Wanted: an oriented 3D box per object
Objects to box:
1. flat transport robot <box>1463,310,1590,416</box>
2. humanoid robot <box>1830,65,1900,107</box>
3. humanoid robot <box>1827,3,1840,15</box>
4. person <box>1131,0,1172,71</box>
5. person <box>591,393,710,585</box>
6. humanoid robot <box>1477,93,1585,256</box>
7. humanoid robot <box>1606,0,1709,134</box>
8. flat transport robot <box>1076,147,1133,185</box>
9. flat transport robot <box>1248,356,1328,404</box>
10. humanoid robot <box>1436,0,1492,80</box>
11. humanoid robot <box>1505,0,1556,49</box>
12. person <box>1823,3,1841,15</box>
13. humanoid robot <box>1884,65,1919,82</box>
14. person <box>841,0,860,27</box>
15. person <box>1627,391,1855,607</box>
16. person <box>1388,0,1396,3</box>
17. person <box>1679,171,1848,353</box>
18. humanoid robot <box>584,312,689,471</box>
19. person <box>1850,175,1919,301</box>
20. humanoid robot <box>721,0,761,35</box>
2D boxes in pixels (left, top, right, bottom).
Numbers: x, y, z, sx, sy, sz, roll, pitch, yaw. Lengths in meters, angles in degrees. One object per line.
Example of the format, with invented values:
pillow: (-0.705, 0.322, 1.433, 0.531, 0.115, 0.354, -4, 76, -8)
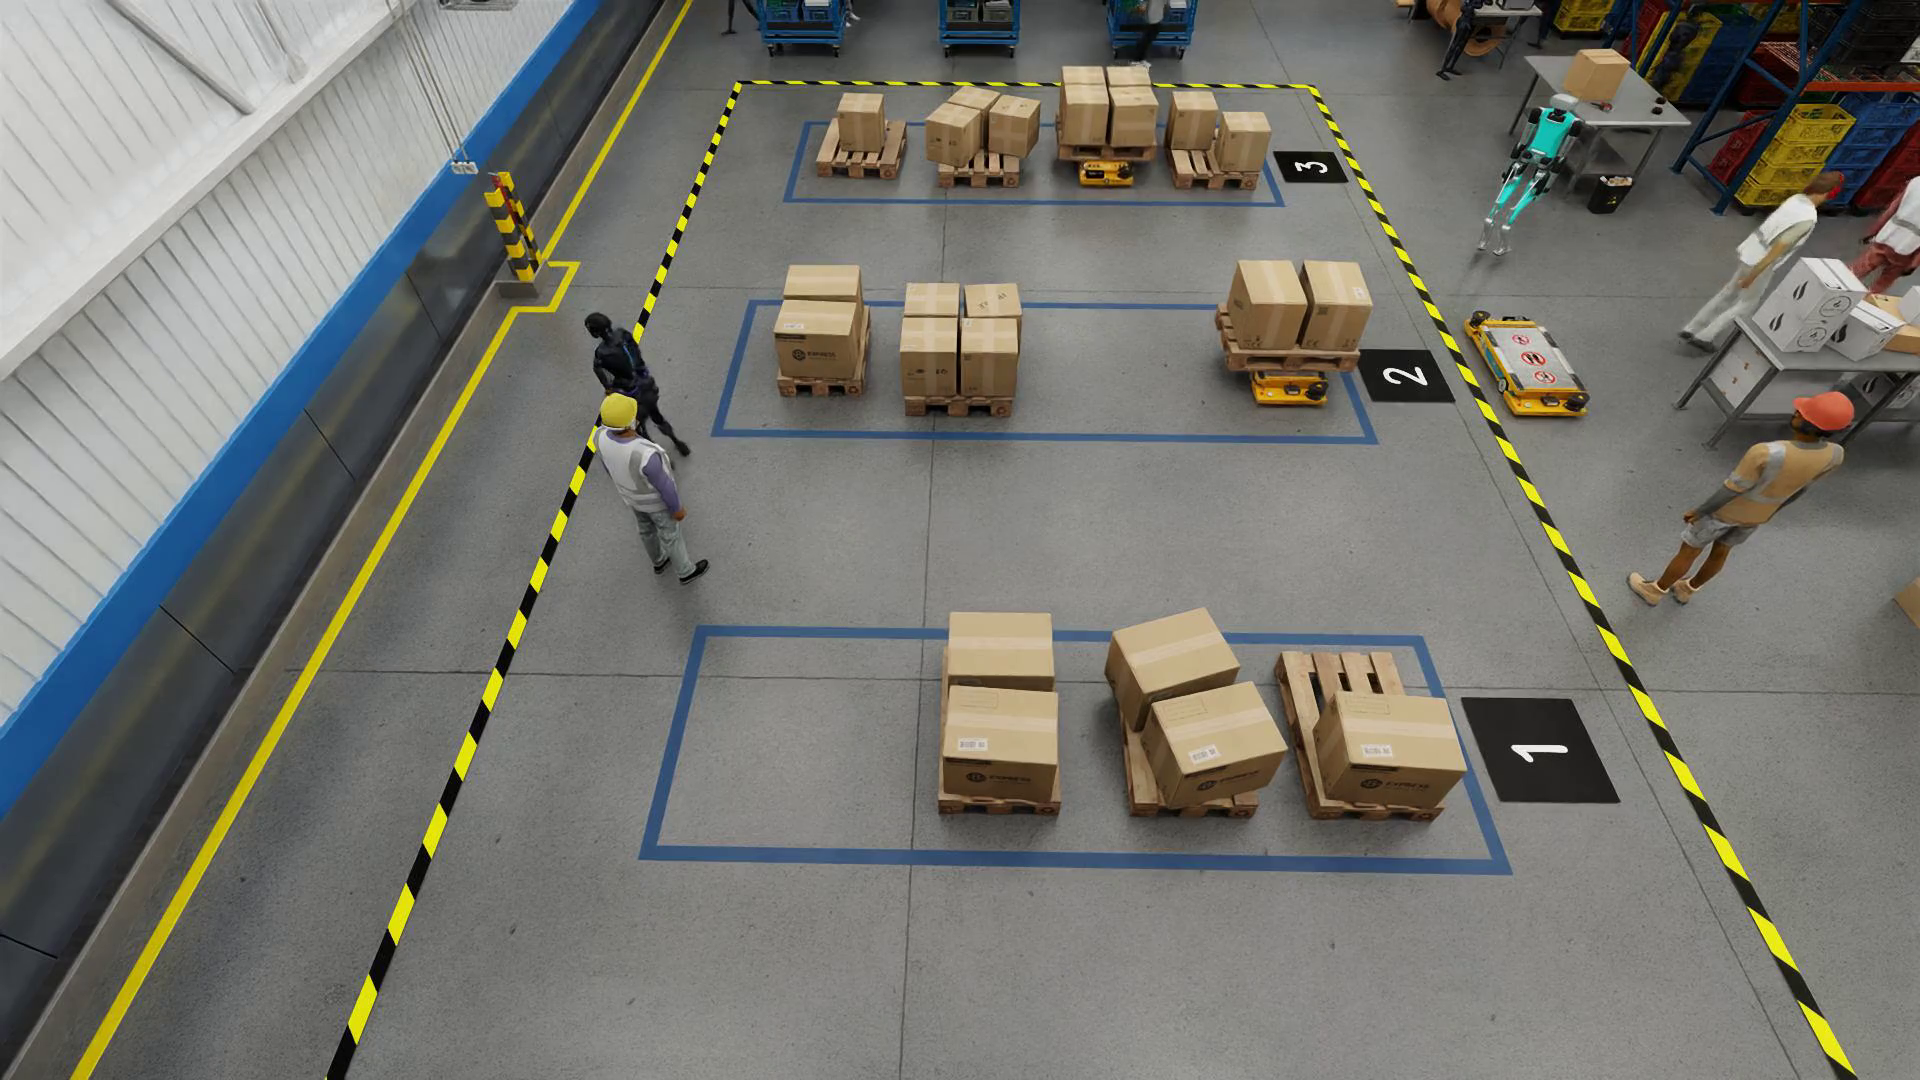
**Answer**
flat transport robot: (5.573, -1.757, 9.054, 0.659, 0.231, 1.431, 1, 49, 1)
humanoid robot: (11.443, -5.808, 11.619, 0.315, 1.657, 0.599, -25, 54, -20)
humanoid robot: (12.801, -7.711, 13.206, 0.538, 1.749, 0.739, -15, 51, -12)
person: (2.851, -7.763, 13.230, 0.558, 1.815, 0.609, 23, 53, 19)
person: (-2.298, -0.358, 6.804, 0.599, 1.836, 0.404, 23, 53, 19)
humanoid robot: (5.987, -3.821, 9.784, 0.735, 1.671, 0.533, -36, 58, -27)
humanoid robot: (9.115, -6.138, 11.914, 0.563, 1.644, 0.591, 24, 53, 19)
flat transport robot: (1.847, -5.054, 11.890, 0.652, 0.197, 1.431, 1, 49, 1)
flat transport robot: (3.175, -1.891, 9.152, 0.652, 0.197, 1.431, 1, 49, 1)
humanoid robot: (7.336, -7.493, 13.080, 0.599, 1.653, 0.315, -27, 54, -21)
humanoid robot: (8.931, -8.437, 13.919, 0.584, 1.627, 0.721, -15, 51, -13)
person: (12.825, -8.110, 13.402, 0.837, 2.013, 0.621, 1, 49, 1)
humanoid robot: (13.403, -7.092, 12.612, 0.533, 1.677, 0.735, 26, 54, 21)
person: (-1.830, -9.075, 14.410, 0.285, 1.746, 0.491, 20, 52, 17)
person: (5.580, -0.243, 6.568, 0.613, 2.047, 0.356, -2, 49, -1)
person: (7.622, -9.601, 14.820, 1.017, 1.814, 0.509, 23, 53, 19)
person: (7.688, -2.663, 8.819, 0.492, 1.803, 0.590, 14, 50, 11)
humanoid robot: (-2.683, -1.205, 7.647, 0.411, 1.645, 0.586, 11, 50, 10)
person: (9.167, -2.891, 8.972, 0.930, 1.882, 0.603, -20, 52, -16)
humanoid robot: (-3.458, -8.708, 14.181, 0.791, 1.636, 0.610, -21, 52, -17)
